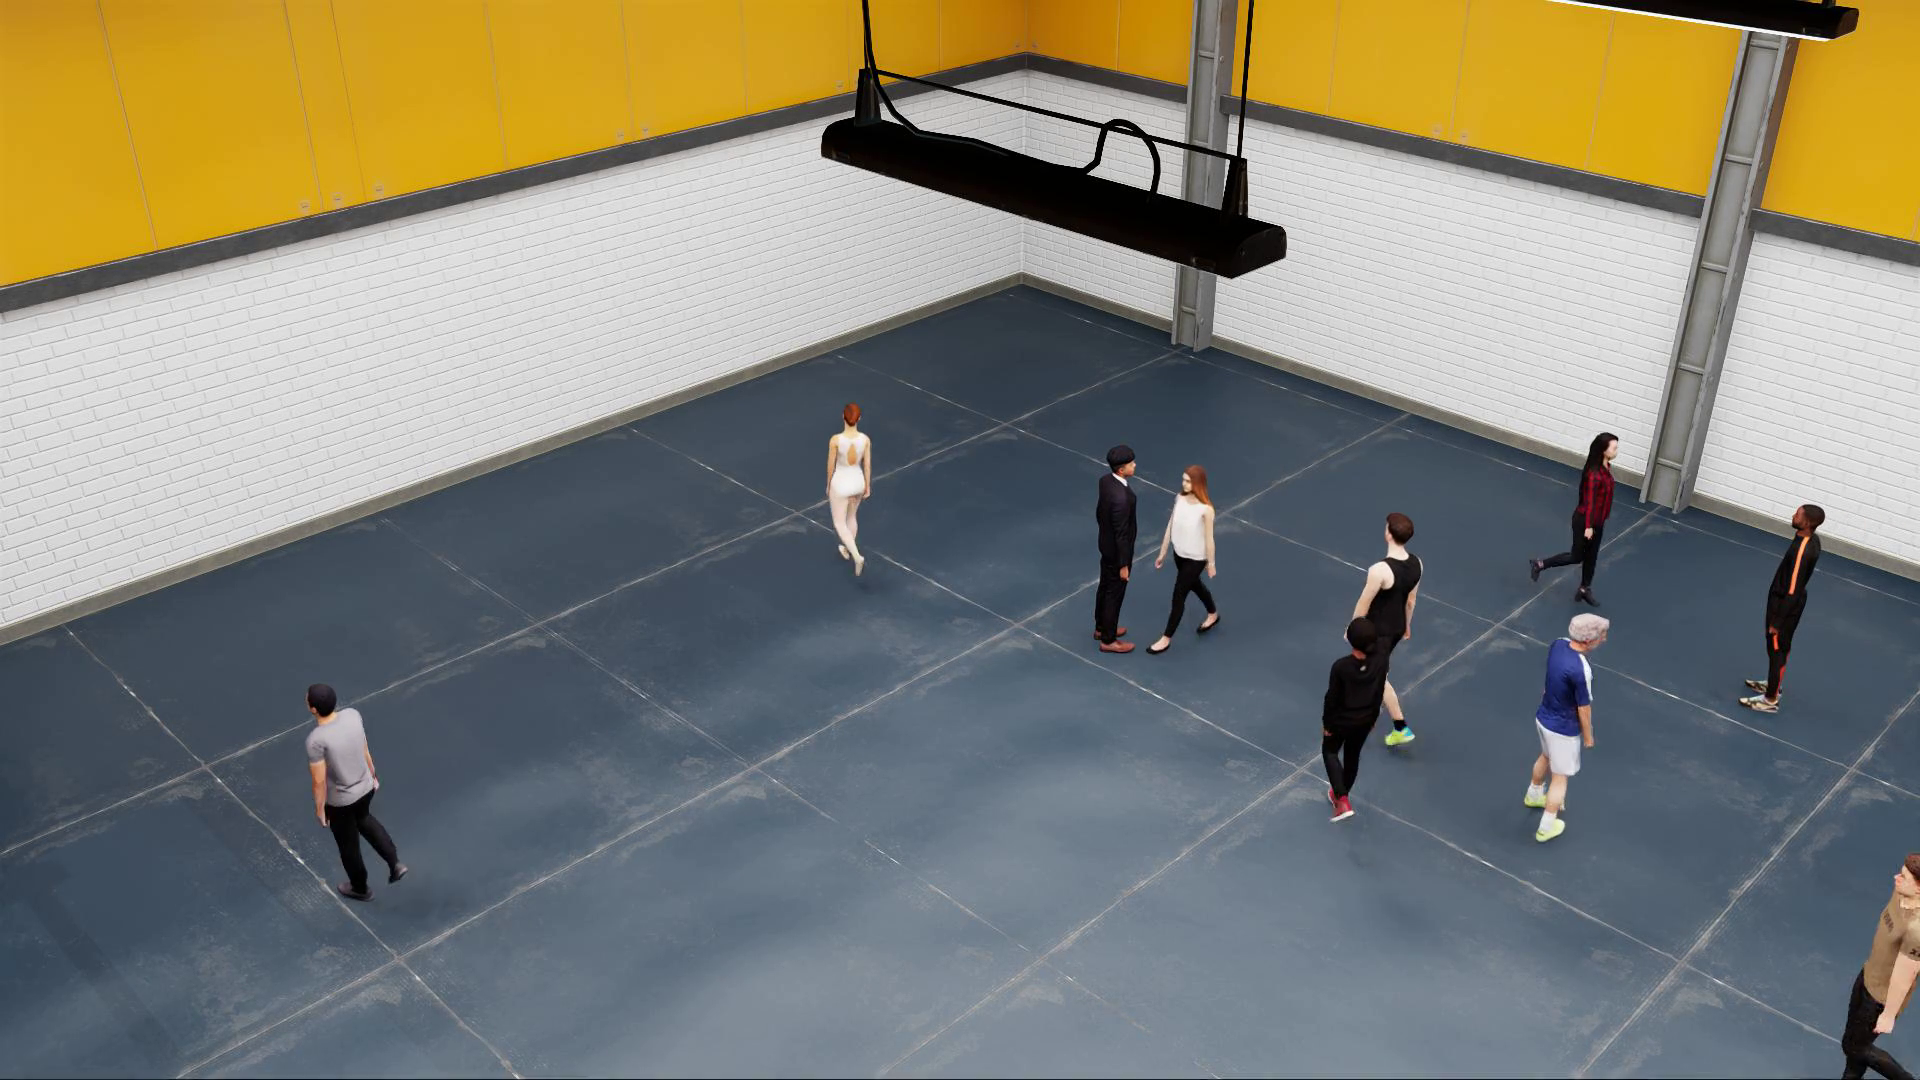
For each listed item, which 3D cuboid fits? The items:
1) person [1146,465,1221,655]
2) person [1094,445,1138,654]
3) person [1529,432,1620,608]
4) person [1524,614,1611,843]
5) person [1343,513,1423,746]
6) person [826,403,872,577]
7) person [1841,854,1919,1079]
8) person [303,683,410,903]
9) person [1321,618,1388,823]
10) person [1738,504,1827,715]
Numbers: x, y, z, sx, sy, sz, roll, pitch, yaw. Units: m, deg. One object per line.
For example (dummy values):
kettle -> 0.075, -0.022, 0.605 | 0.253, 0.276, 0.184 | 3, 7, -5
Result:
person -> 2.008, 0.122, 14.058 | 0.830, 1.678, 1.083 | -16, 32, -27
person -> 1.295, 0.059, 13.959 | 0.834, 1.883, 0.711 | -5, 29, -10
person -> 5.460, -0.188, 14.664 | 0.946, 1.641, 0.689 | 18, 33, 29
person -> 4.228, 1.315, 11.730 | 0.855, 1.812, 0.780 | -6, 29, -11
person -> 3.296, 0.712, 12.785 | 0.793, 1.861, 1.198 | -19, 34, -31
person -> -0.991, -0.440, 15.149 | 0.759, 1.619, 1.006 | -13, 31, -23
person -> 5.326, 2.564, 9.411 | 0.991, 1.840, 0.888 | 8, 30, 15
person -> -4.021, 1.702, 11.090 | 0.867, 1.745, 0.784 | 13, 31, 22
person -> 2.821, 1.325, 11.865 | 0.841, 1.665, 0.924 | -4, 29, -7
person -> 6.559, 0.527, 13.181 | 0.597, 1.807, 0.673 | 18, 33, 29
